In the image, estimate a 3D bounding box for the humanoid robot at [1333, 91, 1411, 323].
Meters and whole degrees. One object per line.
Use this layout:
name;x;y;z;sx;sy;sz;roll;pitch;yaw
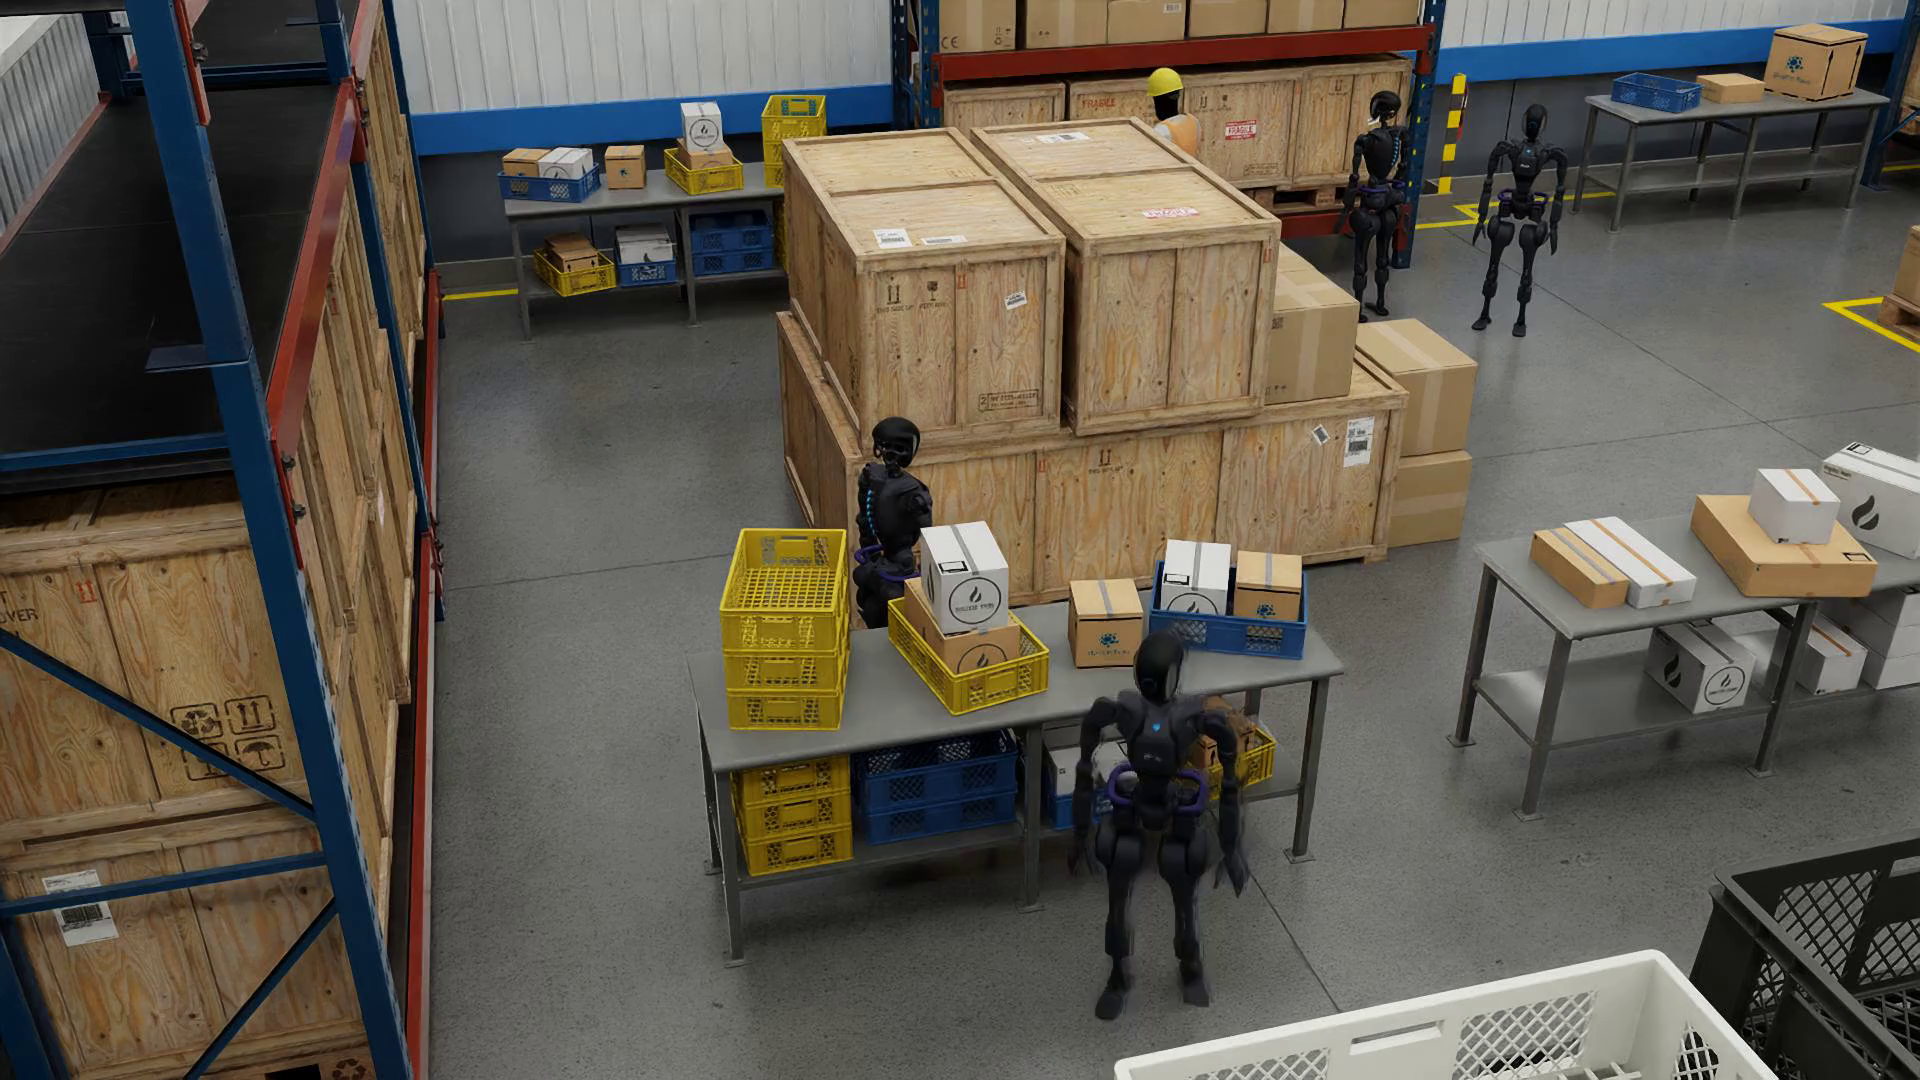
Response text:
humanoid robot;2.992;-2.418;12.029;0.587;1.660;0.329;-18;33;-29

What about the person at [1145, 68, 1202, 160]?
person;1.420;-2.318;11.619;0.395;1.913;0.587;21;35;34

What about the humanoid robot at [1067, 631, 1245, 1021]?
humanoid robot;0.711;1.006;5.859;0.641;1.657;0.412;6;29;11

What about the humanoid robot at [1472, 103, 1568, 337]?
humanoid robot;3.948;-2.258;11.752;0.579;1.652;0.306;13;31;22

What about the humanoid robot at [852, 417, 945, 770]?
humanoid robot;-0.265;0.223;7.239;0.325;1.654;0.600;-20;35;-32
